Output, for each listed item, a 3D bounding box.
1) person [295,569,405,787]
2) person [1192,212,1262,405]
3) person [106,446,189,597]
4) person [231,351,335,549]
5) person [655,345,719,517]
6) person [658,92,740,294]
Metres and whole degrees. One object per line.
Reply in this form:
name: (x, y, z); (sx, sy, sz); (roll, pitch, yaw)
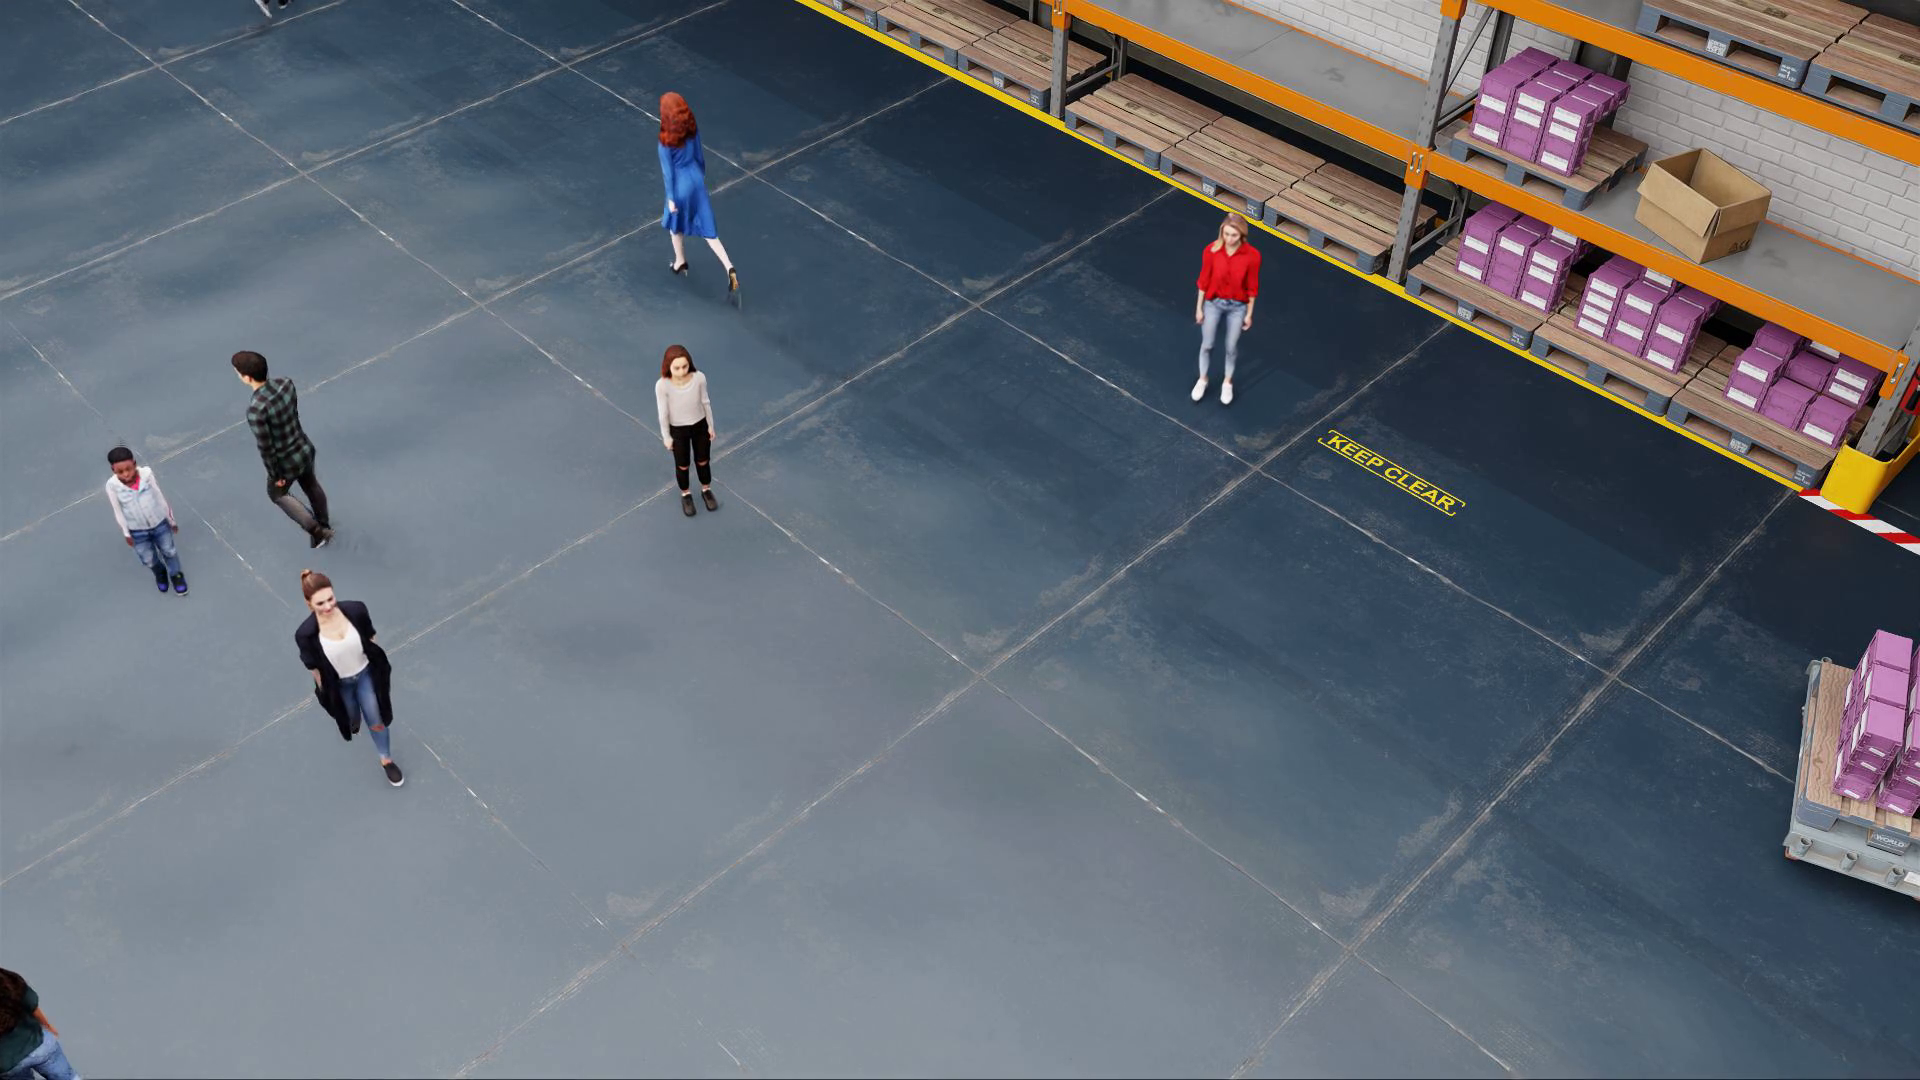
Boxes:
person: (-3.721, 0.778, 10.092); (0.706, 1.668, 0.940); (-26, 50, -25)
person: (2.042, -1.788, 12.762); (0.645, 1.699, 0.761); (9, 44, 10)
person: (-5.576, -0.167, 11.381); (0.535, 1.257, 0.556); (-23, 48, -22)
person: (-4.657, -0.594, 11.657); (0.773, 1.699, 0.781); (15, 46, 15)
person: (-1.945, -0.811, 11.894); (0.586, 1.483, 0.573); (-17, 46, -18)
person: (-2.197, -2.820, 13.778); (1.101, 1.792, 0.662); (32, 52, 29)
